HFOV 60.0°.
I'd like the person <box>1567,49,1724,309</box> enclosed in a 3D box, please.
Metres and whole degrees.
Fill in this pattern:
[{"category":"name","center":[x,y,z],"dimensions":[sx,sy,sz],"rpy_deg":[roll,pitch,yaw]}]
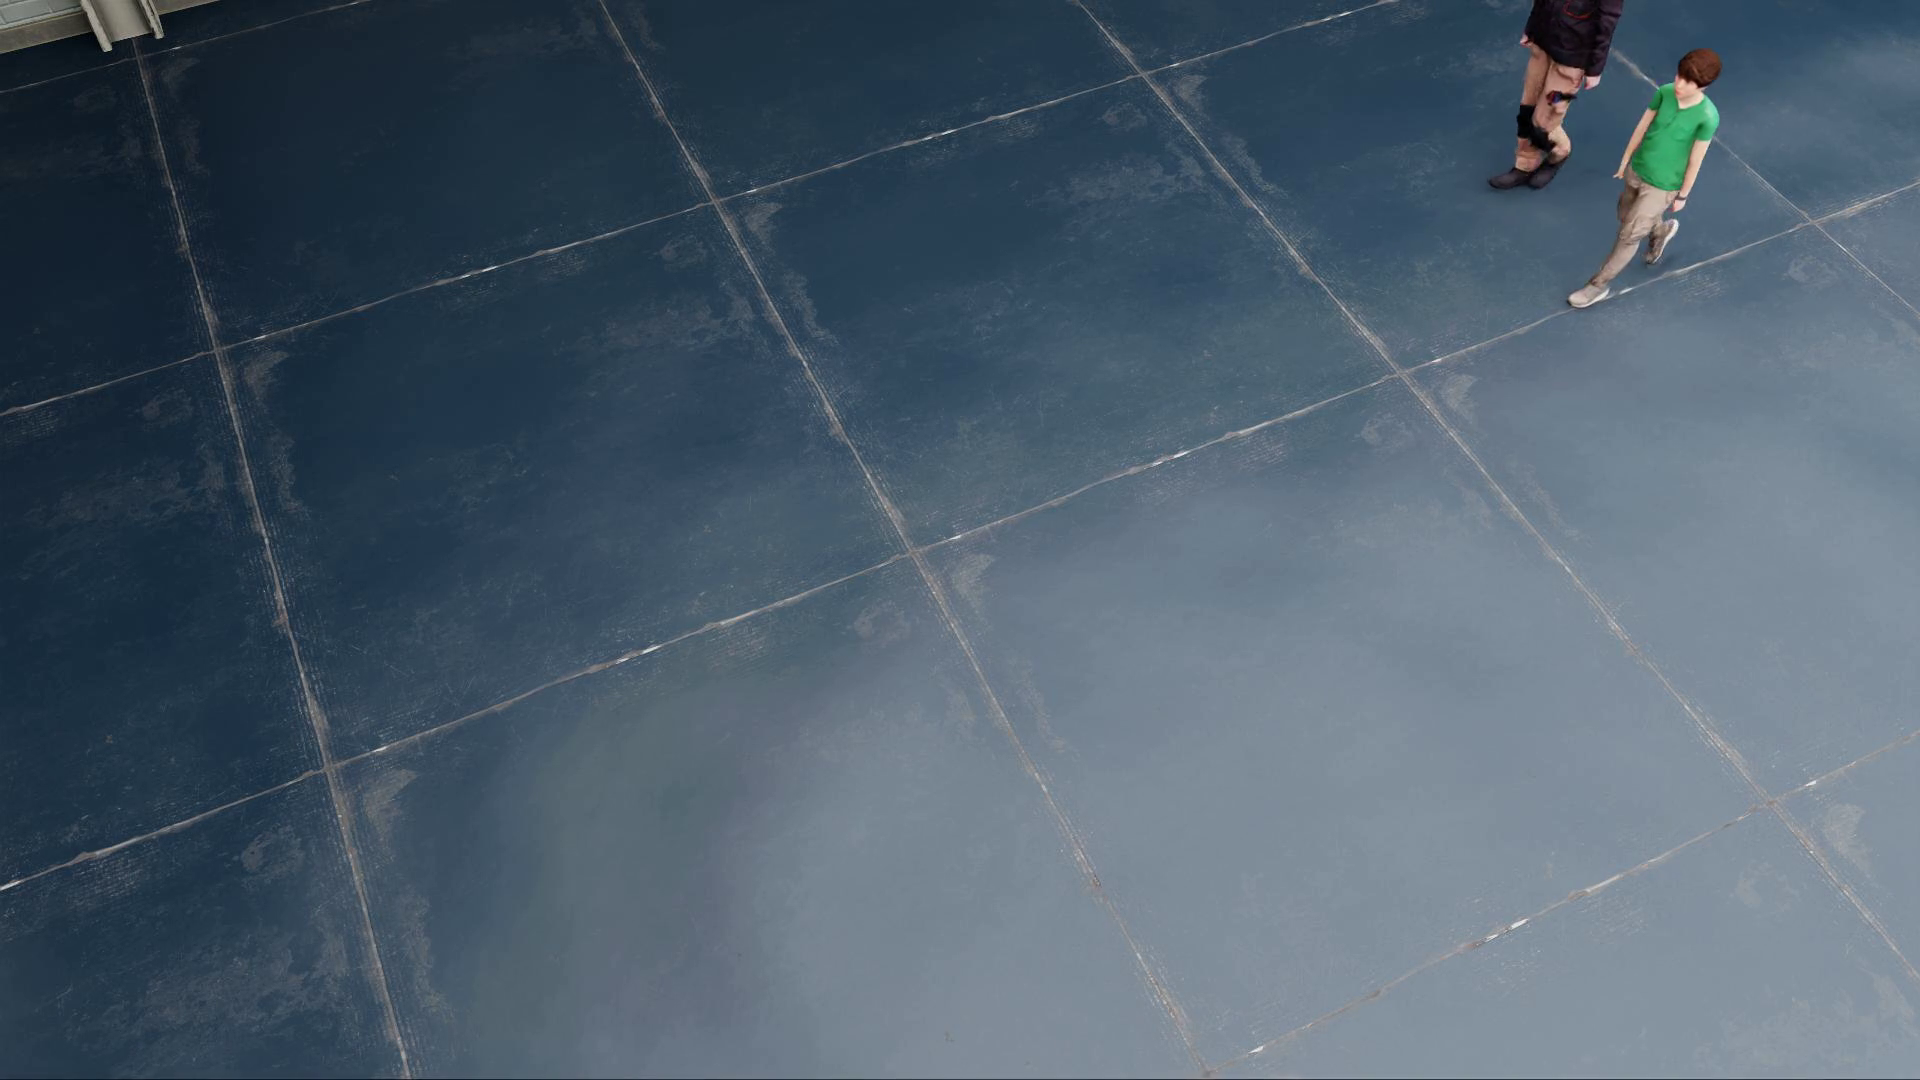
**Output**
[{"category":"person","center":[3.886,-2.015,9.149],"dimensions":[1.041,1.626,0.627],"rpy_deg":[-25,56,-18]}]

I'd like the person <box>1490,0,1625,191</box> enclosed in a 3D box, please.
[{"category":"person","center":[3.540,-2.825,9.596],"dimensions":[0.712,1.911,0.737],"rpy_deg":[-23,56,-17]}]
